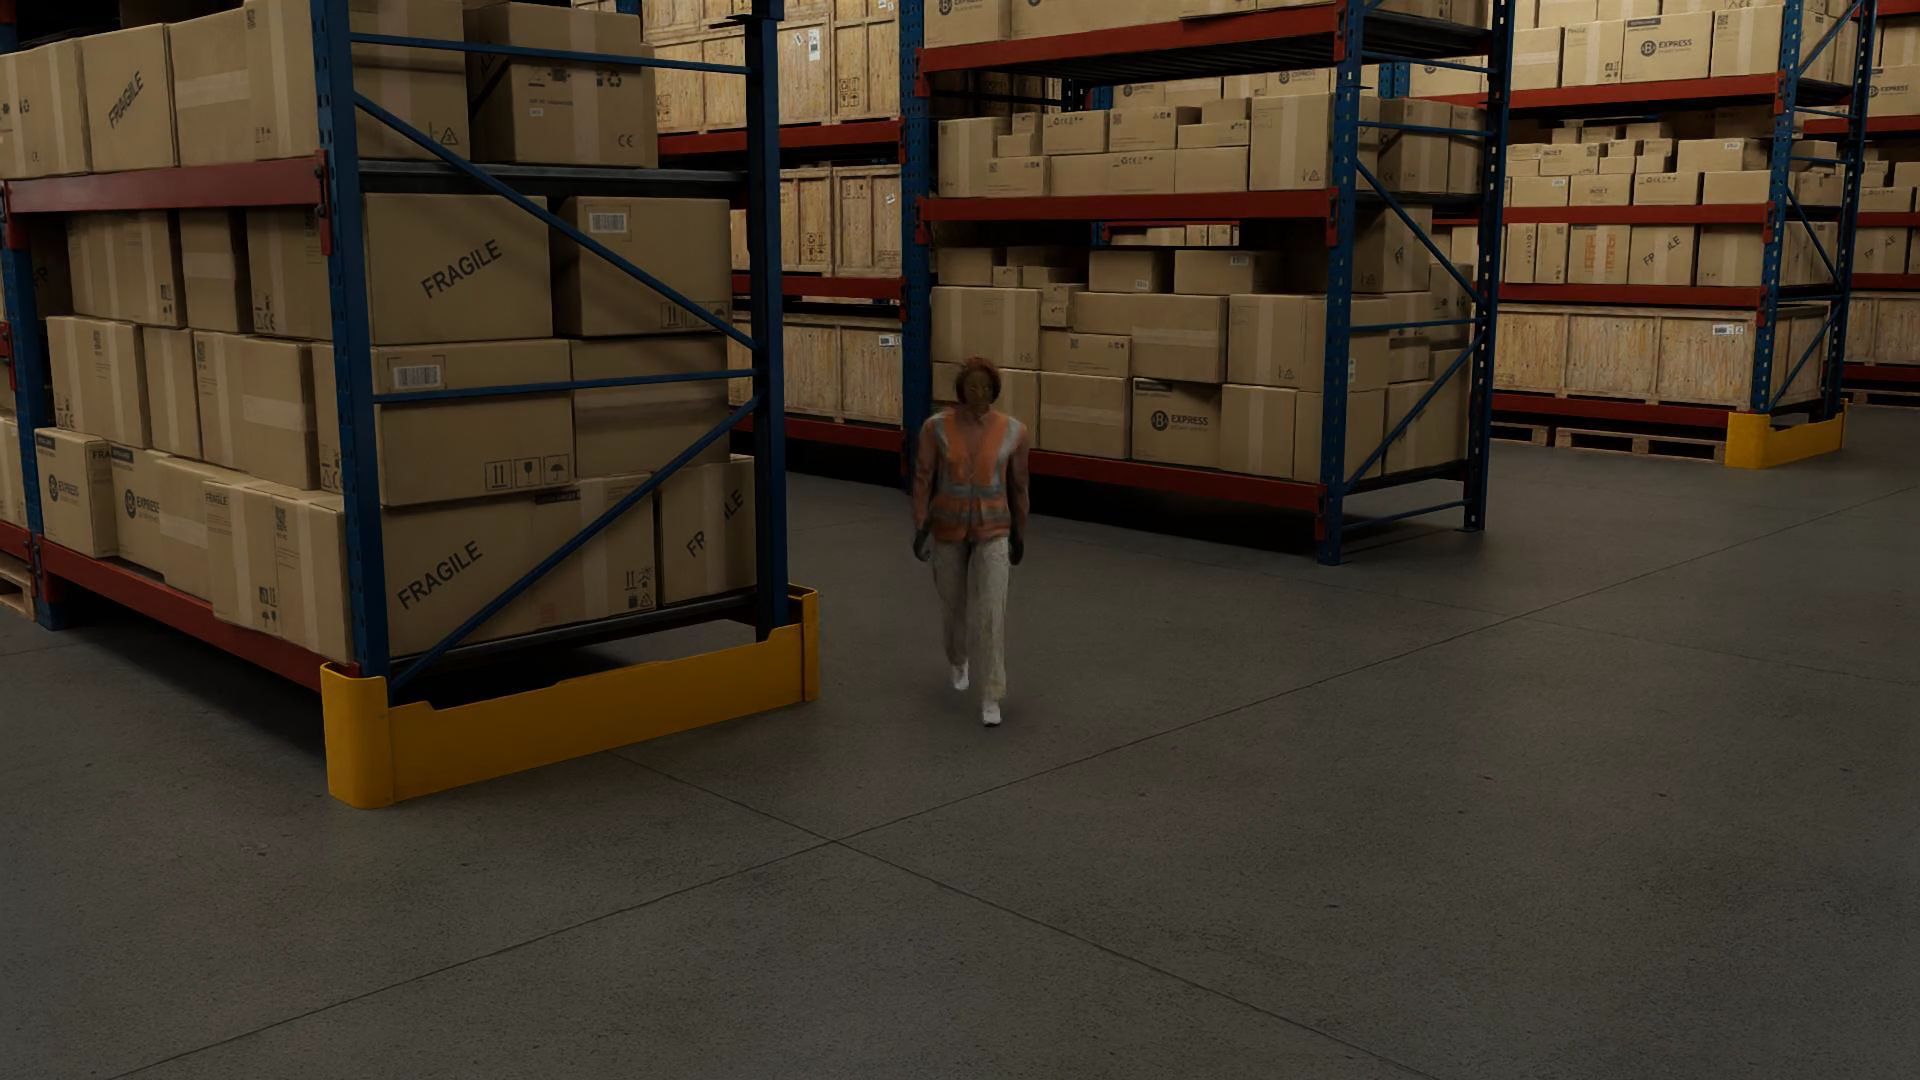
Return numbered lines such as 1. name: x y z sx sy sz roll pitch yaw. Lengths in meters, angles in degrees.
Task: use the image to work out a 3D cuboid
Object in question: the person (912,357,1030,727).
1. person: 0.053 -0.032 7.517 0.519 1.599 0.810 0 10 2
